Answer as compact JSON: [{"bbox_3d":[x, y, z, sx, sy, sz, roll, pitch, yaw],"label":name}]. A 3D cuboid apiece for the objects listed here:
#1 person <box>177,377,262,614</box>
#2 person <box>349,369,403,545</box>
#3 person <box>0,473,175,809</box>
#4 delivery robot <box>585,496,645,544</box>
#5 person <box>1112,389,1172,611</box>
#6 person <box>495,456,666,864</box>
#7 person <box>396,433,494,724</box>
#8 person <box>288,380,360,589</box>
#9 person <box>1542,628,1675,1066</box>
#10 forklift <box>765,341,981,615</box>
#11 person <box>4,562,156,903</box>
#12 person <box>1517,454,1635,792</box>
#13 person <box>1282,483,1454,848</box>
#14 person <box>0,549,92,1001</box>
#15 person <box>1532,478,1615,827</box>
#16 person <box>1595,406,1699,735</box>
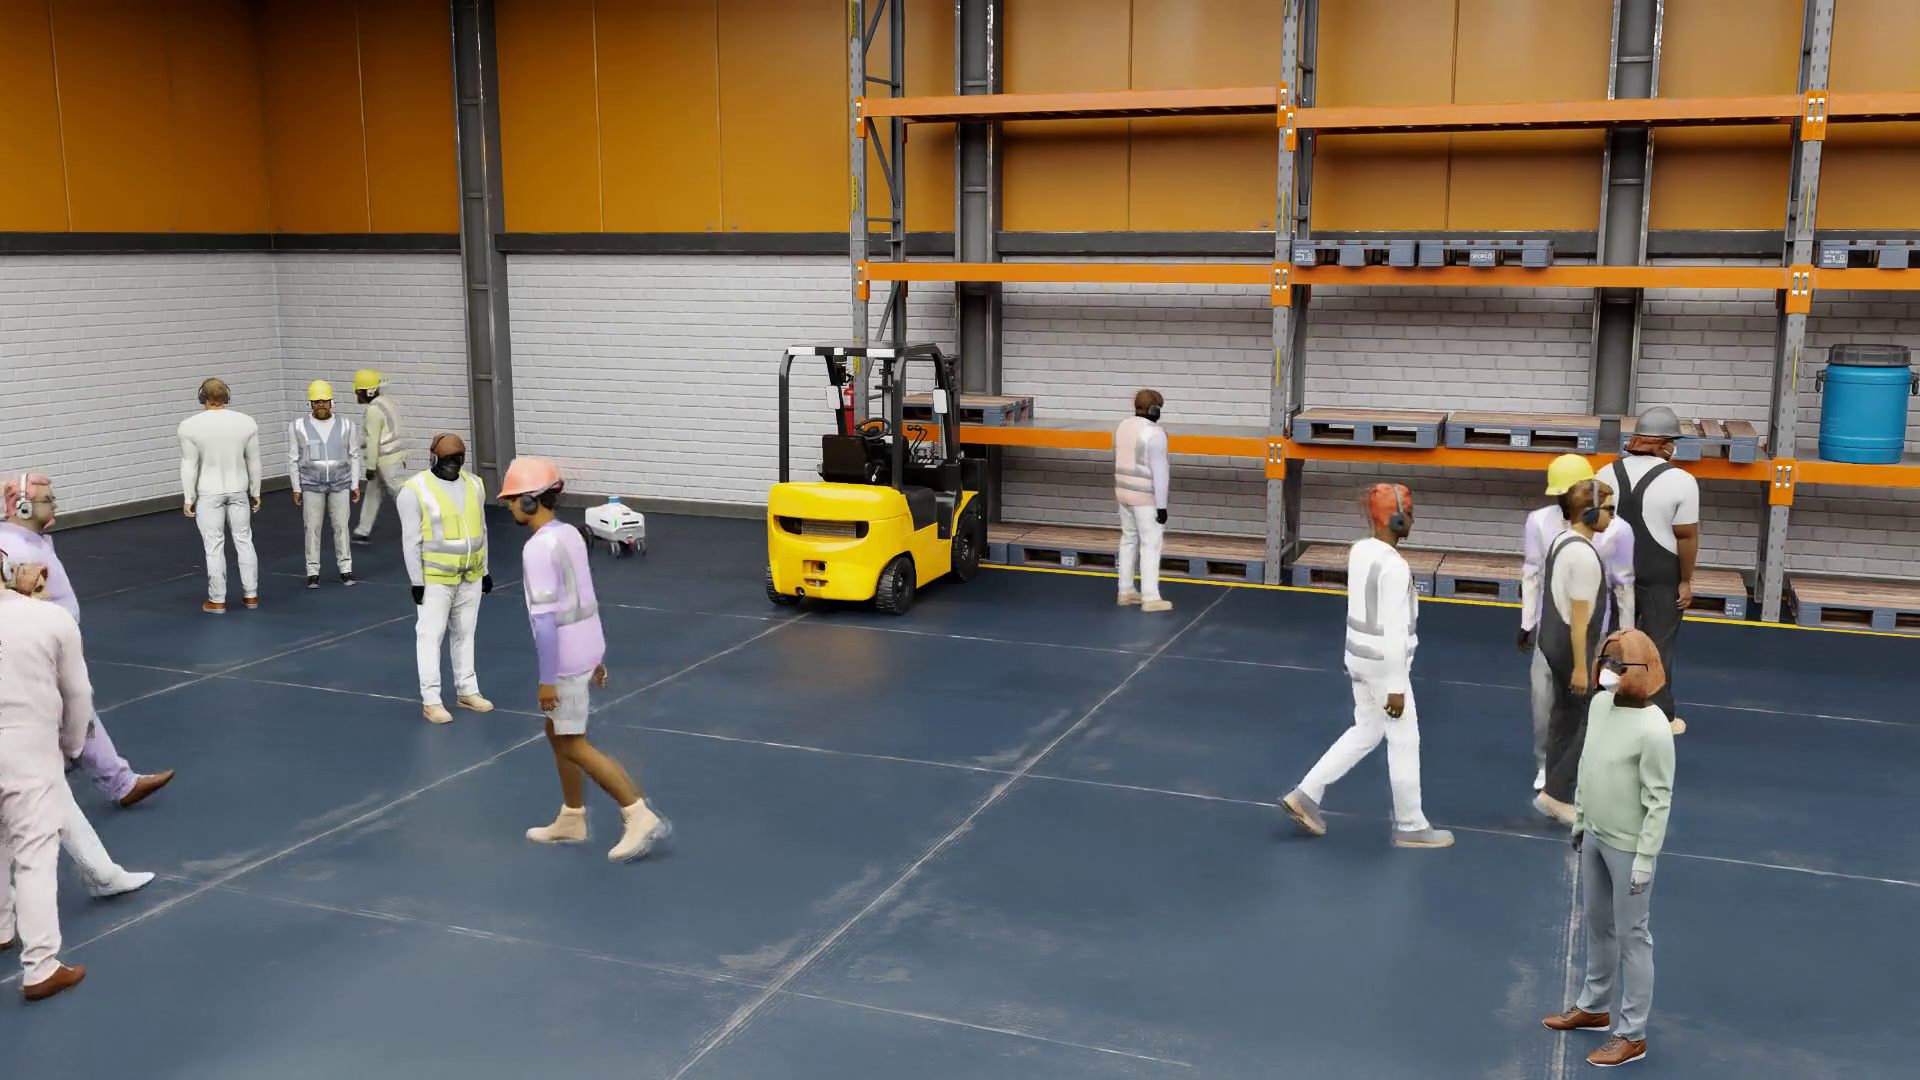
[{"bbox_3d":[-6.055,-0.368,13.651,0.638,1.938,0.357,-9,14,-41],"label":"person"},{"bbox_3d":[-5.747,-0.815,16.609,0.873,1.787,0.600,-3,11,-16],"label":"person"},{"bbox_3d":[-4.685,0.579,8.598,0.999,1.850,0.675,-4,11,-23],"label":"person"},{"bbox_3d":[-3.366,-0.183,16.217,0.477,0.478,0.707,-8,13,-36],"label":"delivery robot"},{"bbox_3d":[1.512,-0.326,13.739,0.431,1.831,0.655,-6,12,-31],"label":"person"},{"bbox_3d":[-1.873,0.583,8.230,0.809,1.999,0.639,0,10,0],"label":"person"},{"bbox_3d":[-3.249,0.230,10.619,0.430,1.837,0.622,8,13,37],"label":"person"},{"bbox_3d":[-5.584,-0.492,14.642,0.586,1.833,0.403,-5,11,-27],"label":"person"},{"bbox_3d":[2.432,1.125,6.182,0.280,1.636,0.500,-2,10,-10],"label":"person"},{"bbox_3d":[-0.739,-0.602,14.246,1.214,2.155,2.313,4,11,21],"label":"forklift"},{"bbox_3d":[-4.144,0.888,7.585,0.826,1.599,0.516,-4,11,-19],"label":"person"},{"bbox_3d":[3.387,0.466,9.161,0.629,1.886,0.652,7,13,35],"label":"person"},{"bbox_3d":[2.071,0.635,8.288,0.806,1.861,0.594,-1,10,-7],"label":"person"},{"bbox_3d":[-3.954,0.915,6.852,0.673,1.835,0.913,-3,11,-17],"label":"person"},{"bbox_3d":[3.186,0.595,8.568,0.389,1.835,0.551,1,10,6],"label":"person"},{"bbox_3d":[4.263,0.179,10.324,0.536,2.000,0.684,-8,13,-38],"label":"person"}]
